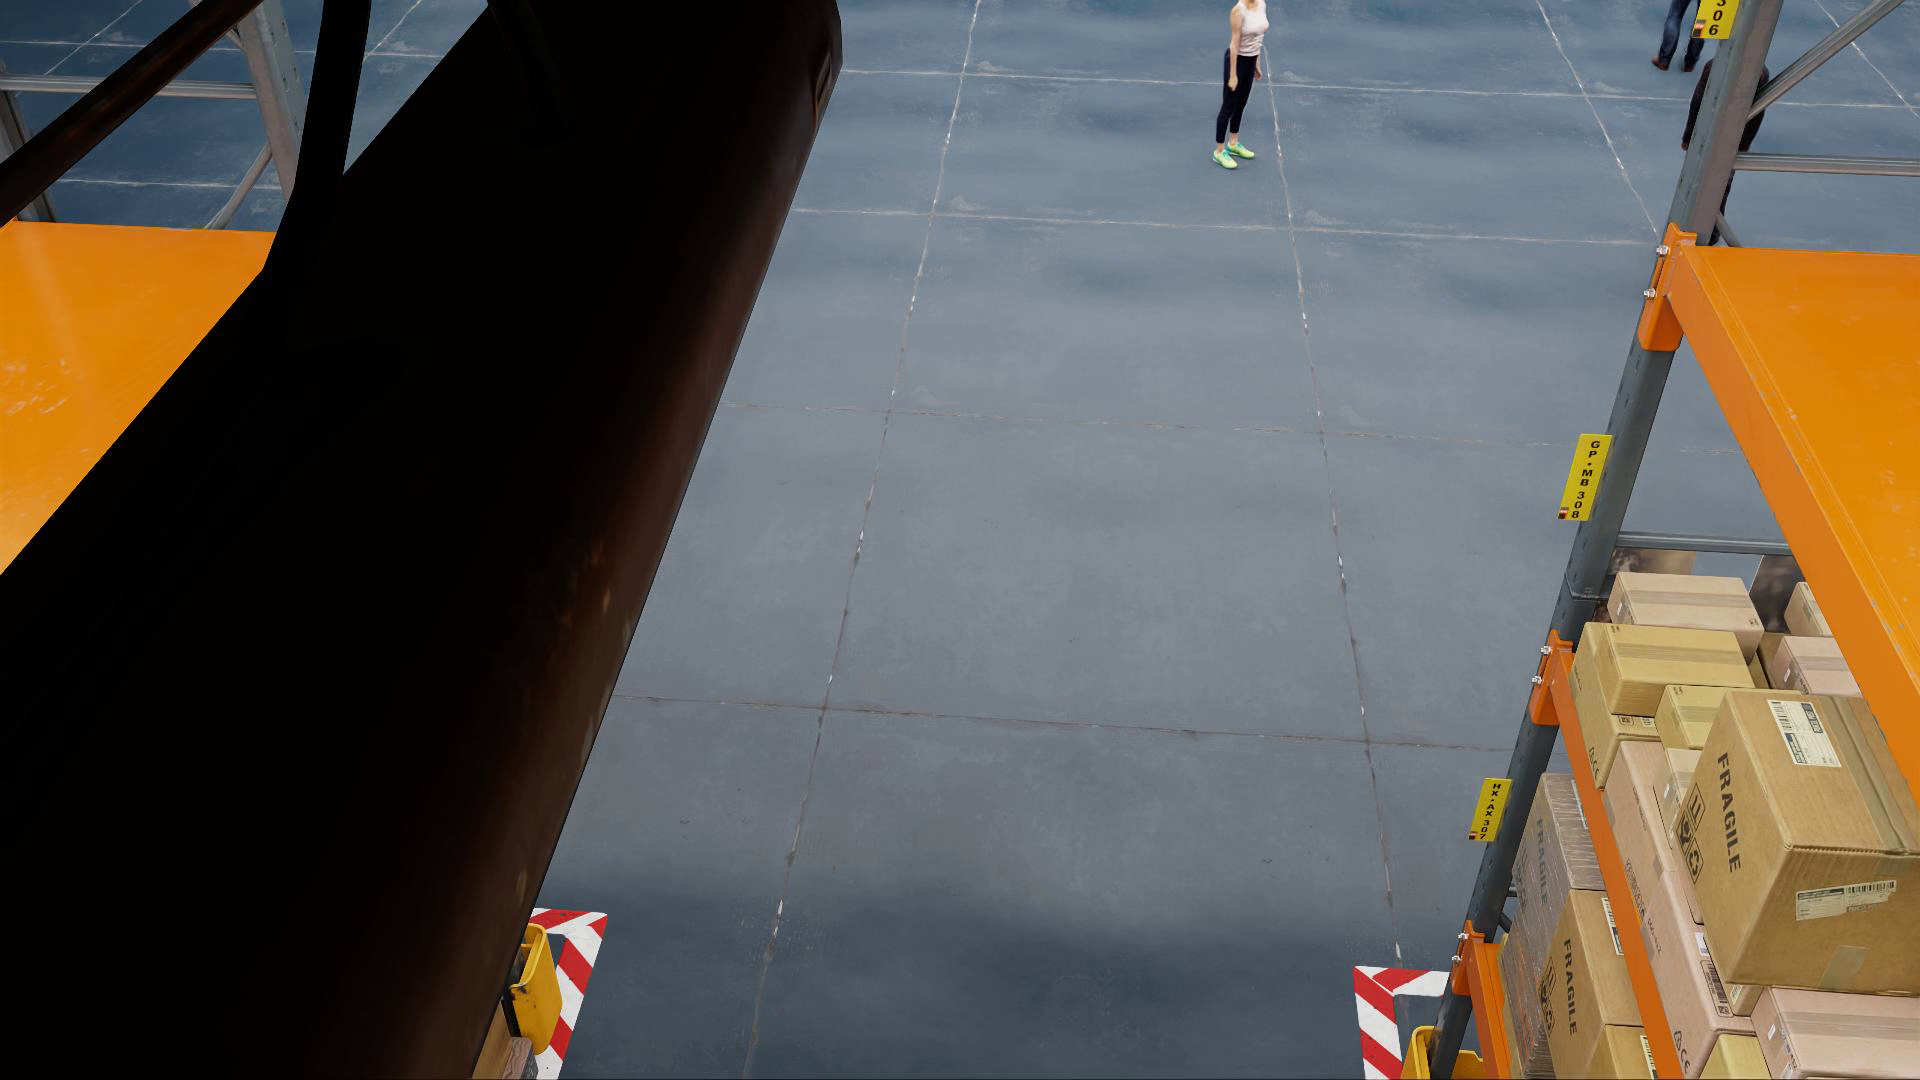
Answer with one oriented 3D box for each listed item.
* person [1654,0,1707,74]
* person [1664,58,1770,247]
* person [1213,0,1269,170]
[{"bbox_3d":[7.109,-5.409,15.865,0.771,1.906,0.667,7,39,8],"label":"person"},{"bbox_3d":[5.965,-3.176,13.076,0.772,1.826,0.726,16,41,20],"label":"person"},{"bbox_3d":[2.418,-4.089,14.343,0.739,1.702,0.651,29,46,31],"label":"person"}]
